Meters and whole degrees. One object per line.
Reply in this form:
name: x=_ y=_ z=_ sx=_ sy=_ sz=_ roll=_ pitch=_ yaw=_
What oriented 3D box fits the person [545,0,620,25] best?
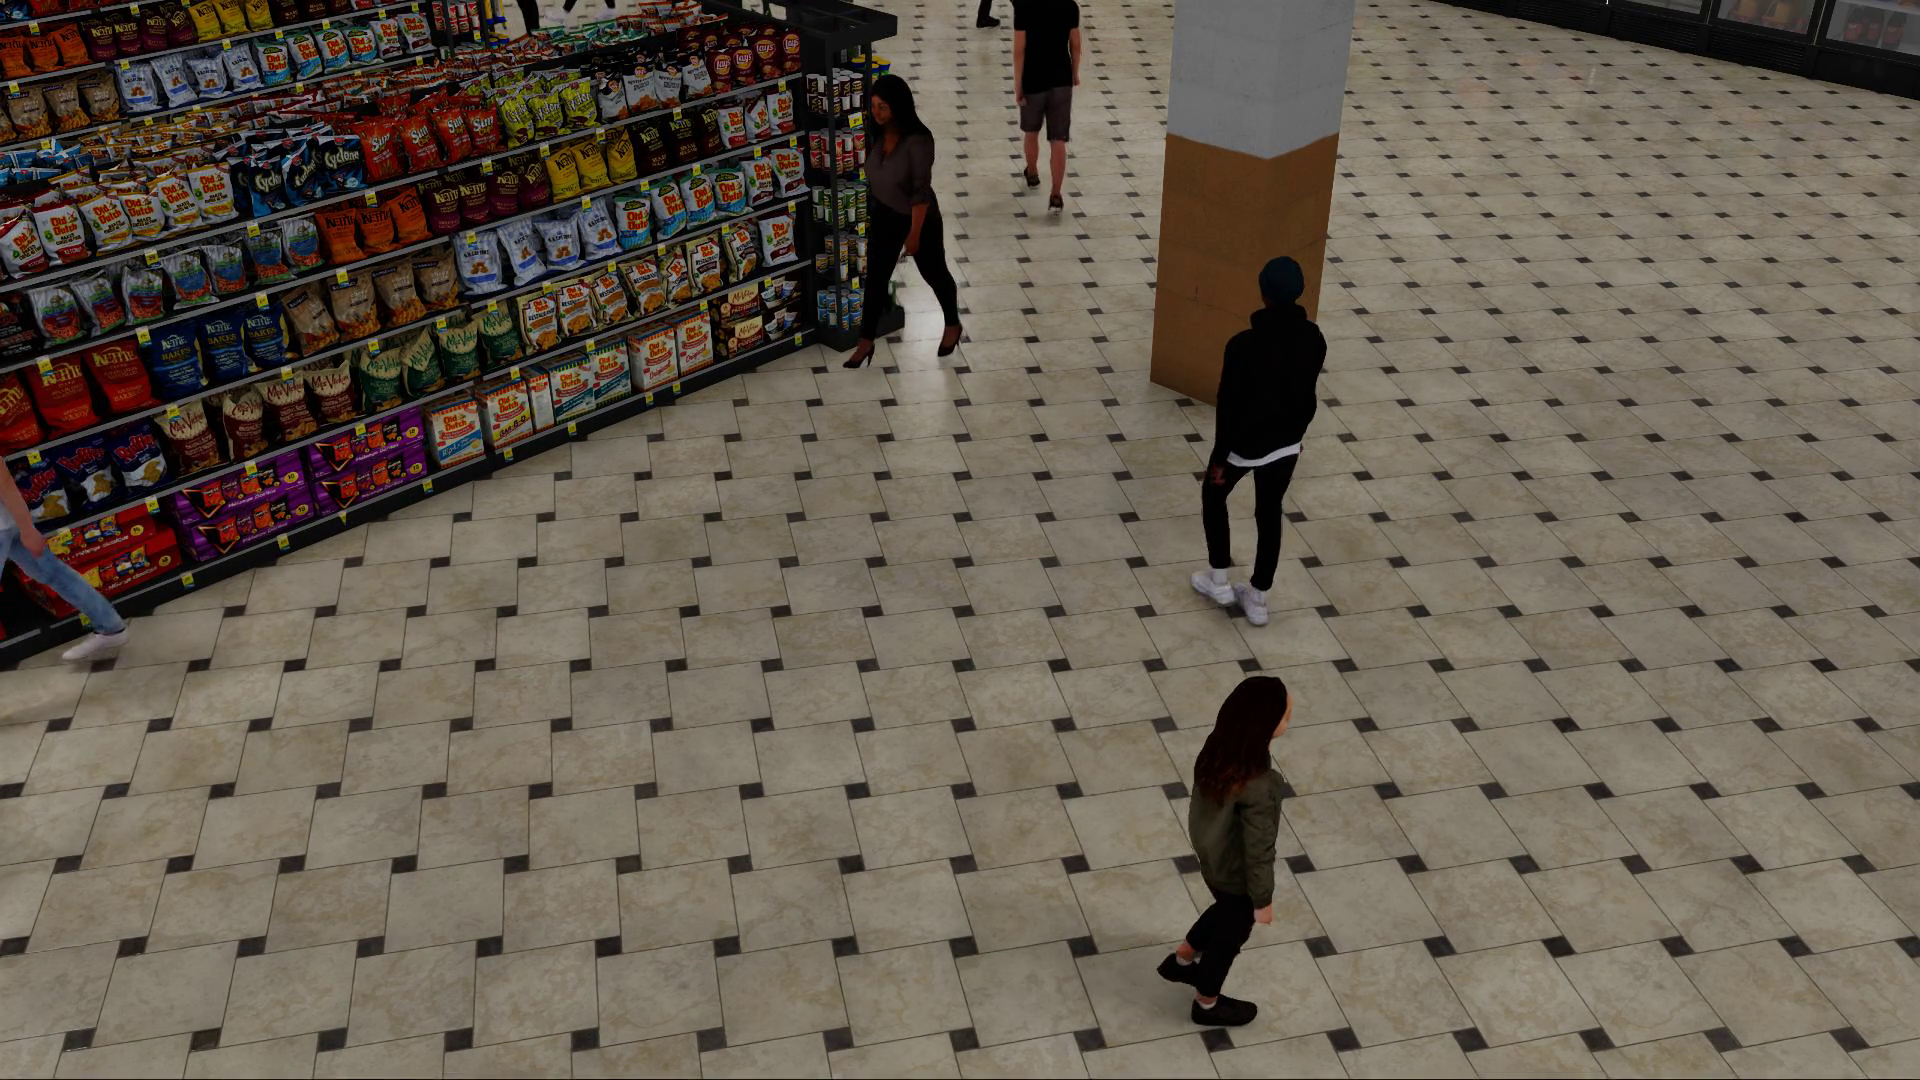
person: x=-3.708 y=-6.041 z=16.808 sx=1.084 sy=1.608 sz=0.825 roll=-15 pitch=35 yaw=-23

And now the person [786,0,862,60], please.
person: x=-1.067 y=-3.467 z=12.446 sx=0.976 sy=1.845 sz=0.921 roll=-17 pitch=36 yaw=-25

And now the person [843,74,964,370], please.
person: x=-0.246 y=-1.896 z=9.972 sx=0.712 sy=1.791 sz=1.066 roll=24 pitch=39 yaw=33

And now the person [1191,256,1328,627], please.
person: x=1.401 y=-0.390 z=7.537 sx=0.796 sy=1.807 sz=0.891 roll=-10 pitch=33 yaw=-15

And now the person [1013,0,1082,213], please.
person: x=0.652 y=-3.297 z=12.197 sx=1.230 sy=1.819 sz=1.256 roll=-2 pitch=32 yaw=-3

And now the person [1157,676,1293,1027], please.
person: x=0.844 y=1.064 z=5.519 sx=0.775 sy=1.470 sz=0.721 roll=-1 pitch=32 yaw=-2

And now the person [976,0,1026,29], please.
person: x=0.346 y=-6.035 z=16.560 sx=0.737 sy=1.859 sz=1.173 roll=25 pitch=40 yaw=34
